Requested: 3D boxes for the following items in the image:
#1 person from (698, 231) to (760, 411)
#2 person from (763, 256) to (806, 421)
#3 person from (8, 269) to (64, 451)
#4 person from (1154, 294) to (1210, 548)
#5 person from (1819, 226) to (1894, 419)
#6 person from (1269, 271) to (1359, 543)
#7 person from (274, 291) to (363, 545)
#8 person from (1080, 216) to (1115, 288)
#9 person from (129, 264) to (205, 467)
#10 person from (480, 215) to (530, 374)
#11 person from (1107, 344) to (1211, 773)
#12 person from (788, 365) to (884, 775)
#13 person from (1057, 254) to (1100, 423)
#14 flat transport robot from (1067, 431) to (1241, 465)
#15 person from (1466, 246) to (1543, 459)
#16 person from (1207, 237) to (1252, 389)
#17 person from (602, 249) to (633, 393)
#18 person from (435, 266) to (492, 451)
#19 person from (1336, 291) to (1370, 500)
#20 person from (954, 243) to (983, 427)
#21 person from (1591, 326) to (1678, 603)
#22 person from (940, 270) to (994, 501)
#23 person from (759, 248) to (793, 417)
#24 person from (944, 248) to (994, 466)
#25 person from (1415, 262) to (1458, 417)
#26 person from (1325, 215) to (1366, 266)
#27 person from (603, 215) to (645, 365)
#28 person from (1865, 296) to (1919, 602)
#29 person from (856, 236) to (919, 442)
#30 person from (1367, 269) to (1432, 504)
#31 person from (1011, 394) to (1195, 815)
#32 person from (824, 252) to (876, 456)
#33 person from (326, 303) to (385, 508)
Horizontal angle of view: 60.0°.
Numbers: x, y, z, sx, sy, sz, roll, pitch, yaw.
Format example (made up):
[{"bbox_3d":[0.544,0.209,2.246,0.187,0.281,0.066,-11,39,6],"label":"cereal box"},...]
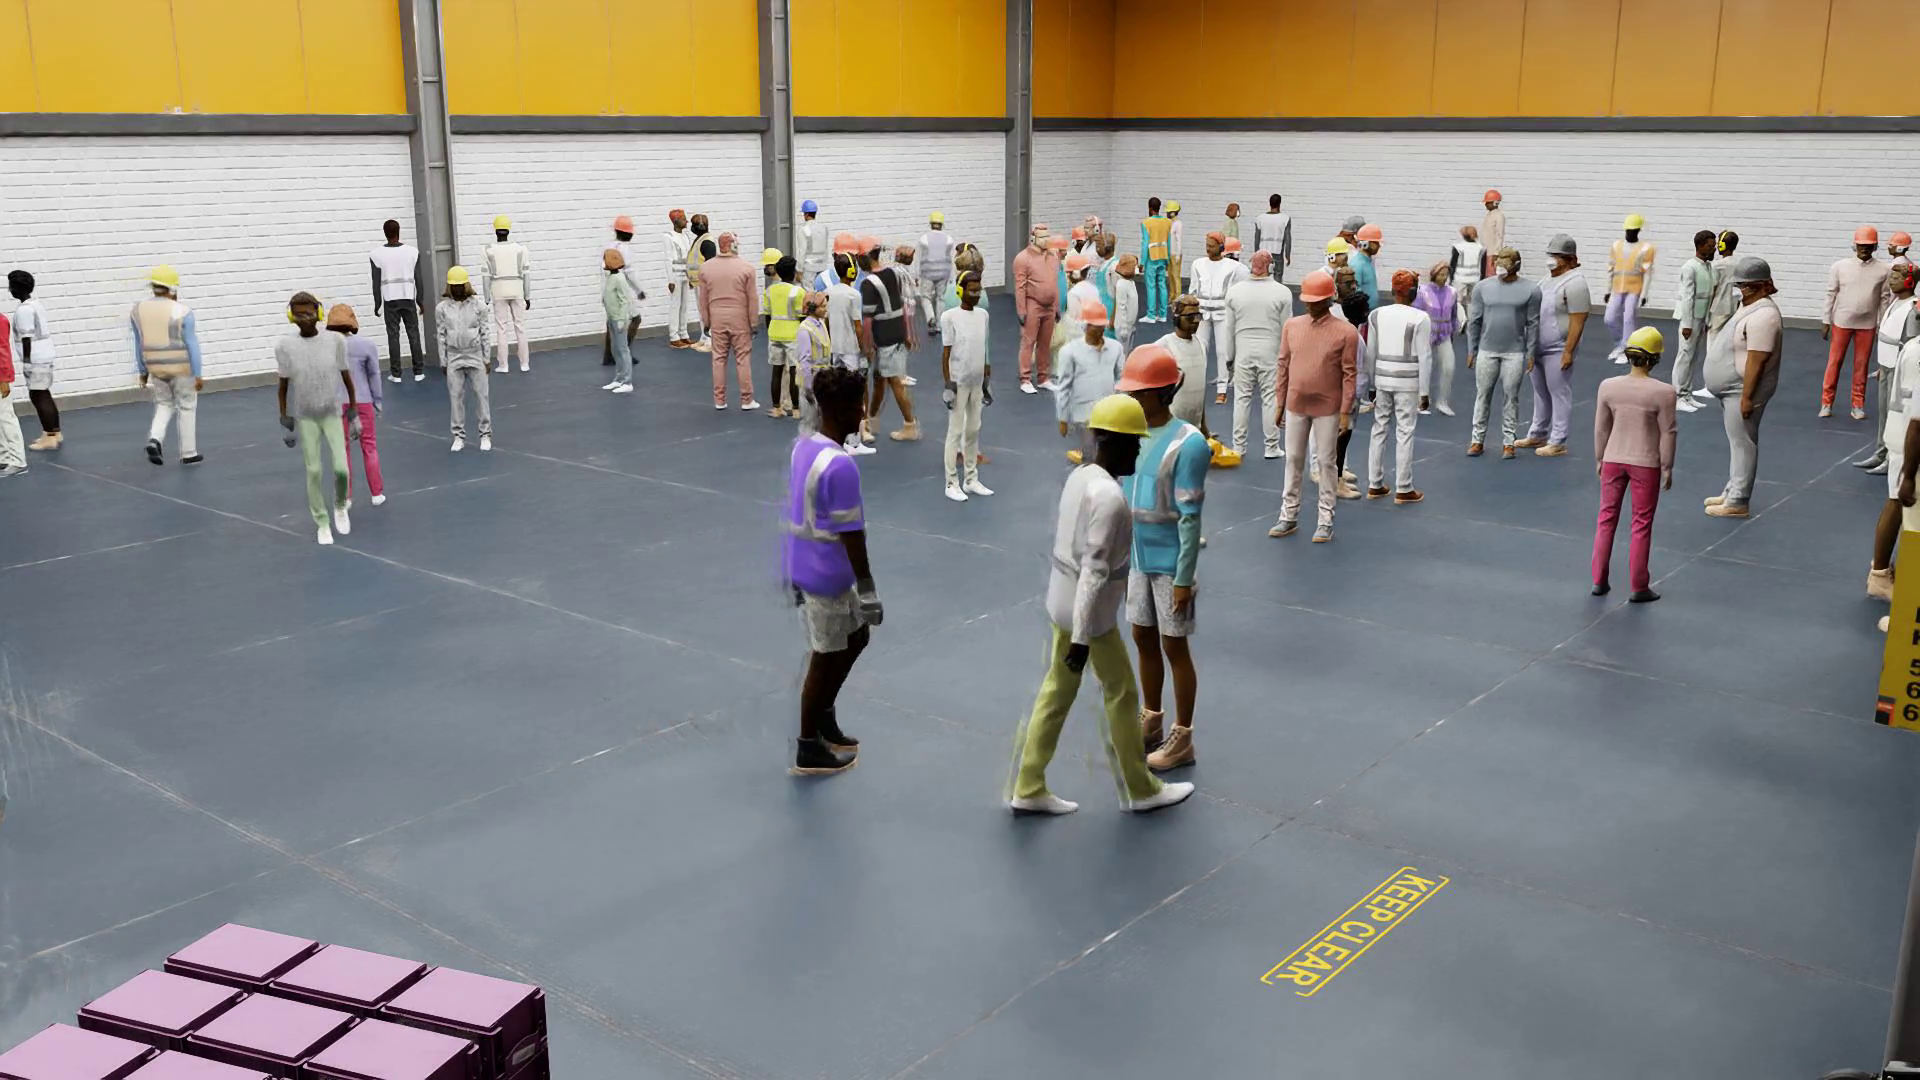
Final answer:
[{"bbox_3d":[-2.450,-2.332,17.773,0.642,1.905,0.399,2,14,9],"label":"person"},{"bbox_3d":[-1.790,-2.079,17.176,0.536,1.696,0.322,9,17,31],"label":"person"},{"bbox_3d":[-8.699,-1.694,15.665,0.321,1.684,0.542,-3,14,-13],"label":"person"},{"bbox_3d":[1.586,-0.835,11.909,0.506,1.846,0.346,-11,18,-37],"label":"person"},{"bbox_3d":[9.296,-2.255,17.276,0.622,1.994,0.381,5,15,19],"label":"person"},{"bbox_3d":[2.583,-0.975,12.181,0.608,1.986,0.388,9,17,32],"label":"person"},{"bbox_3d":[-4.636,-0.884,12.063,0.573,1.860,0.395,-6,15,-21],"label":"person"},{"bbox_3d":[1.637,-3.037,20.580,0.405,1.906,0.653,-6,15,-23],"label":"person"},{"bbox_3d":[-6.986,-1.517,14.690,0.609,1.813,0.523,1,14,6],"label":"person"},{"bbox_3d":[-5.567,-3.008,20.422,0.585,1.928,0.368,-7,16,-26],"label":"person"},{"bbox_3d":[0.903,0.092,7.837,0.424,2.035,0.601,-9,16,-31],"label":"person"},{"bbox_3d":[-0.581,0.155,7.753,0.524,1.944,0.620,-4,15,-16],"label":"person"},{"bbox_3d":[1.202,-2.025,16.881,0.393,1.730,0.593,9,16,31],"label":"person"},{"bbox_3d":[1.744,-0.808,14.989,1.431,0.197,0.652,-4,14,-14],"label":"flat transport robot"},{"bbox_3d":[4.959,-1.714,15.237,0.634,1.936,0.367,6,15,22],"label":"person"},{"bbox_3d":[3.127,-2.631,19.289,0.337,1.743,0.563,-6,15,-24],"label":"person"},{"bbox_3d":[-3.934,-2.507,19.016,0.279,1.634,0.497,-8,16,-29],"label":"person"},{"bbox_3d":[-4.626,-1.688,15.545,0.480,1.734,0.333,-3,14,-11],"label":"person"},{"bbox_3d":[3.188,-1.191,13.629,0.317,1.695,0.540,2,14,8],"label":"person"},{"bbox_3d":[0.064,-2.020,16.594,0.329,1.872,0.509,2,14,10],"label":"person"},{"bbox_3d":[4.312,-0.480,10.649,0.308,1.769,0.525,-14,19,-43],"label":"person"},{"bbox_3d":[0.064,-1.261,13.562,0.510,1.871,0.328,-13,19,-43],"label":"person"},{"bbox_3d":[-1.917,-2.168,17.416,0.339,1.761,0.524,-3,14,-12],"label":"person"},{"bbox_3d":[0.075,-1.637,14.927,0.356,1.938,0.634,-7,16,-26],"label":"person"},{"bbox_3d":[4.973,-2.088,17.382,0.529,1.616,0.583,-3,14,-11],"label":"person"},{"bbox_3d":[4.396,-2.651,18.766,0.535,2.000,0.686,-4,15,-15],"label":"person"},{"bbox_3d":[-4.285,-3.128,20.966,0.503,1.897,0.570,-8,16,-29],"label":"person"},{"bbox_3d":[6.120,-0.614,10.623,0.394,2.042,0.611,9,16,31],"label":"person"},{"bbox_3d":[-0.812,-1.922,15.996,0.956,1.969,0.679,5,15,20],"label":"person"},{"bbox_3d":[3.539,-1.234,13.425,0.355,1.883,0.575,-13,19,-43],"label":"person"},{"bbox_3d":[0.654,0.304,7.259,0.906,1.879,0.595,-3,14,-13],"label":"person"},{"bbox_3d":[-1.041,-1.715,15.376,0.521,1.872,0.328,13,19,42],"label":"person"},{"bbox_3d":[-4.874,-1.071,13.281,0.502,1.632,0.294,-6,15,-21],"label":"person"}]
